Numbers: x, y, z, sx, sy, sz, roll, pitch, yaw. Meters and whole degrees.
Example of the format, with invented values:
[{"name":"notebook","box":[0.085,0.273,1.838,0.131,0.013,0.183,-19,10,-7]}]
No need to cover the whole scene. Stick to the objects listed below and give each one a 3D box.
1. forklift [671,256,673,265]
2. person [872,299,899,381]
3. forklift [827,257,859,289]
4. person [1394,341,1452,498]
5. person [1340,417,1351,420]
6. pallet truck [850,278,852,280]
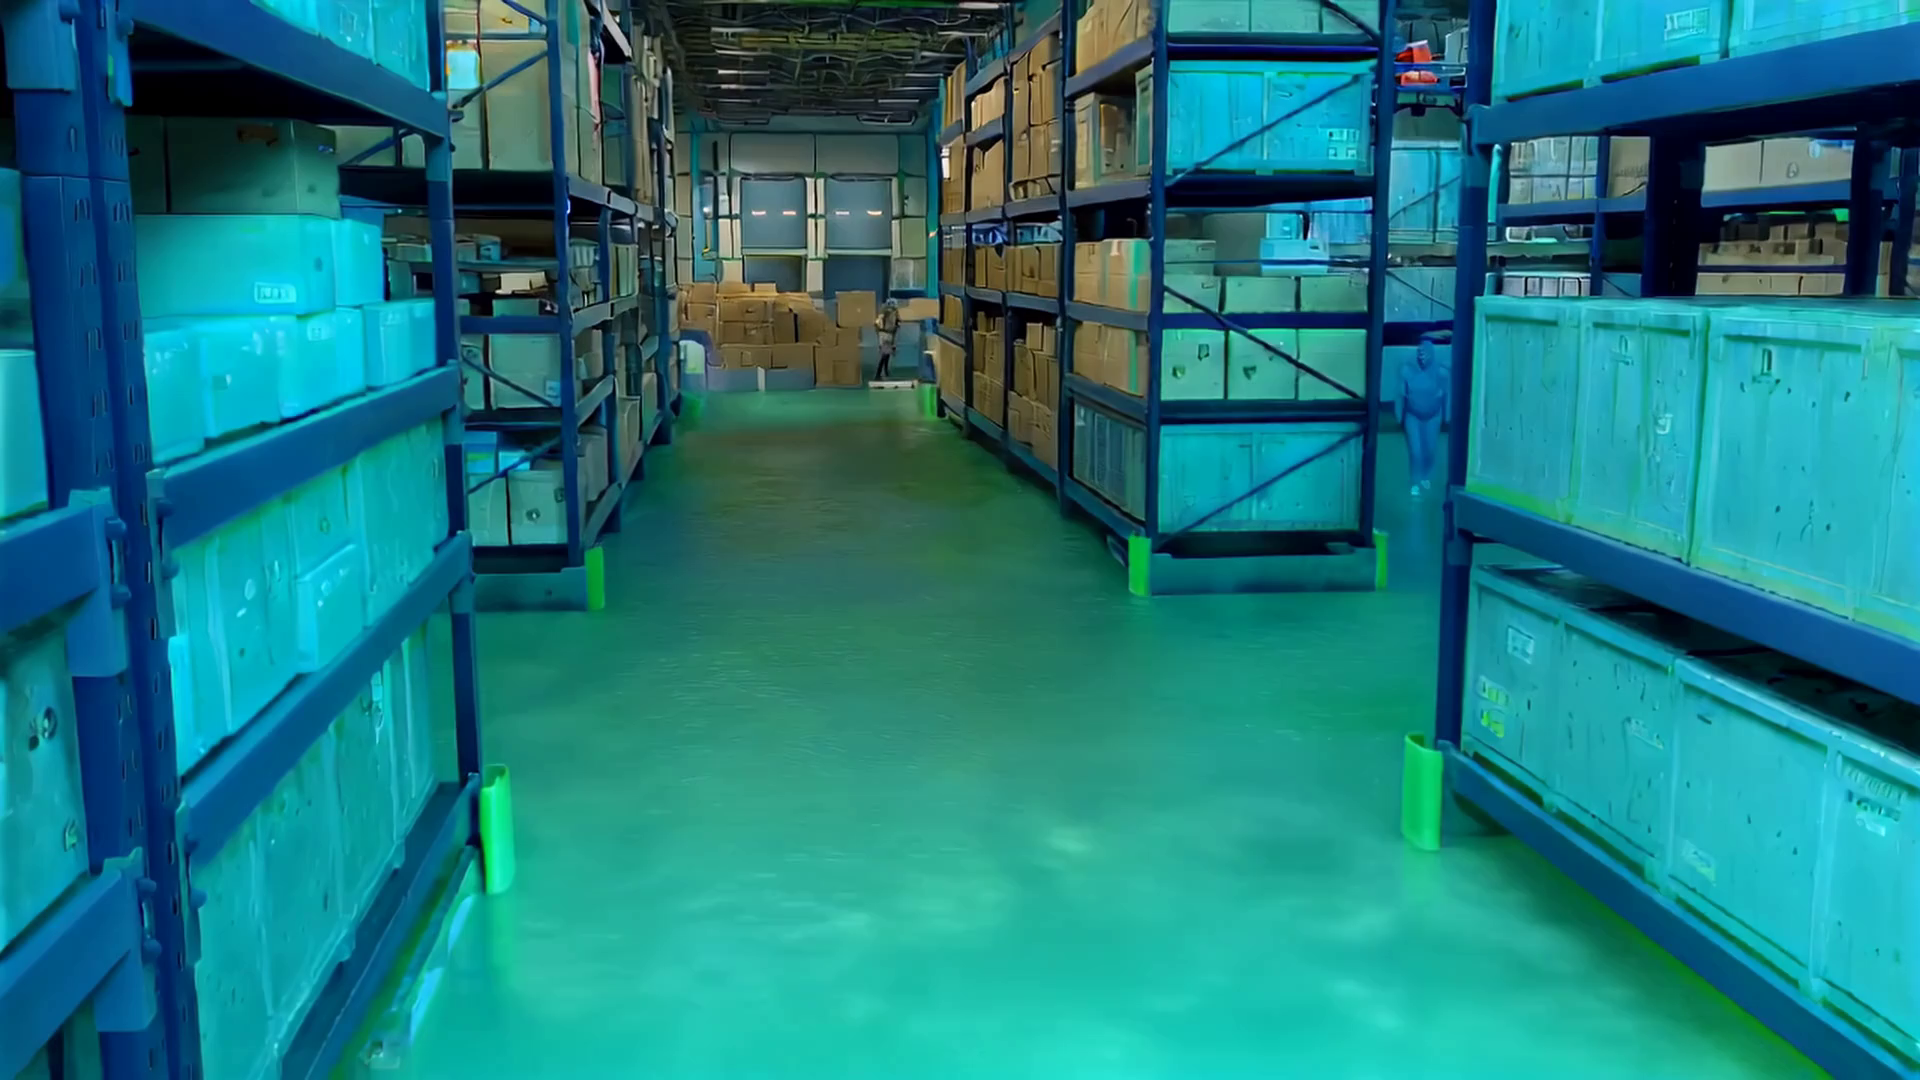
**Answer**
[{"name":"forklift","box":[-10.987,-9.066,61.344,1.129,2.768,1.873,-1,10,-7]},{"name":"person","box":[-1.678,-4.530,37.806,0.772,1.885,0.560,9,13,43]},{"name":"forklift","box":[-3.284,-6.565,46.785,1.129,2.768,1.873,-1,10,-7]},{"name":"person","box":[5.598,-1.480,20.118,0.665,1.881,0.900,2,10,10]},{"name":"person","box":[4.050,-1.056,18.152,0.320,1.698,0.531,-8,13,-39]},{"name":"pallet truck","box":[-3.782,-9.391,65.808,1.885,1.965,0.823,2,10,10]}]
